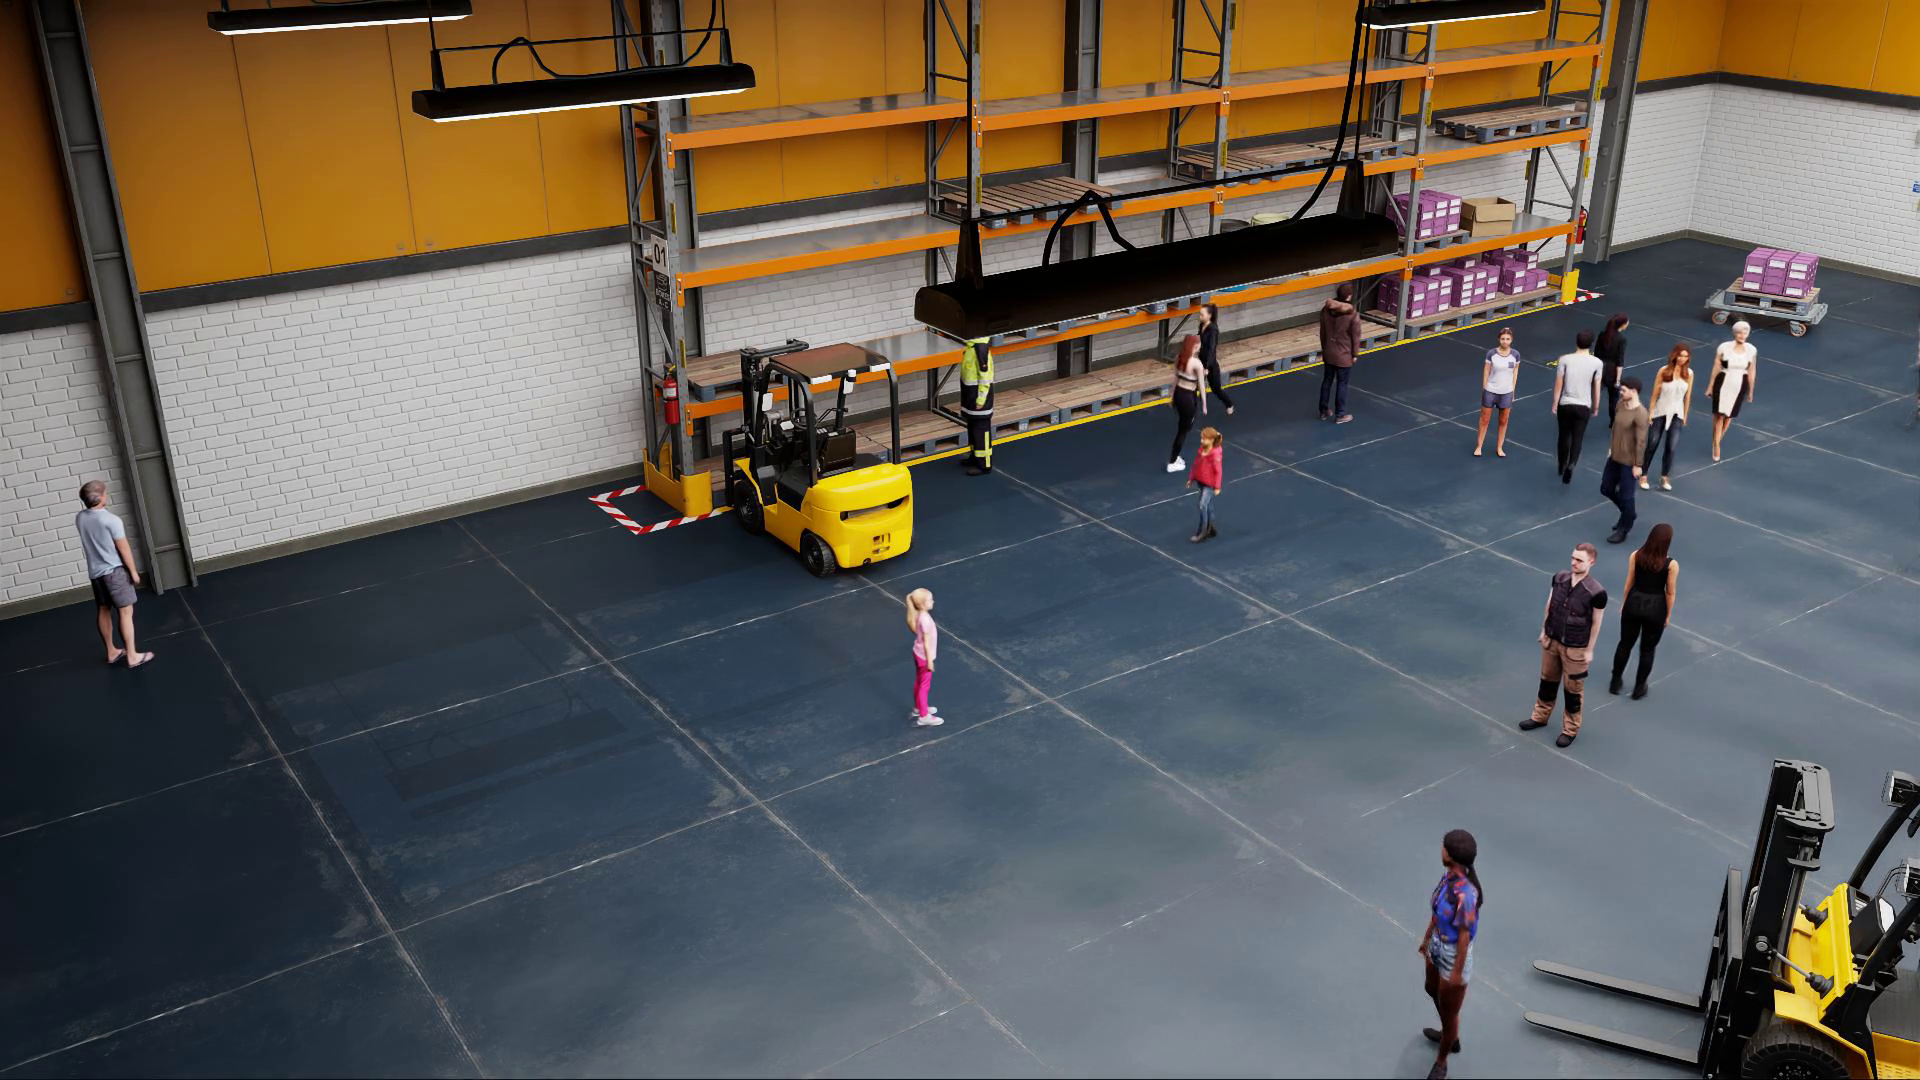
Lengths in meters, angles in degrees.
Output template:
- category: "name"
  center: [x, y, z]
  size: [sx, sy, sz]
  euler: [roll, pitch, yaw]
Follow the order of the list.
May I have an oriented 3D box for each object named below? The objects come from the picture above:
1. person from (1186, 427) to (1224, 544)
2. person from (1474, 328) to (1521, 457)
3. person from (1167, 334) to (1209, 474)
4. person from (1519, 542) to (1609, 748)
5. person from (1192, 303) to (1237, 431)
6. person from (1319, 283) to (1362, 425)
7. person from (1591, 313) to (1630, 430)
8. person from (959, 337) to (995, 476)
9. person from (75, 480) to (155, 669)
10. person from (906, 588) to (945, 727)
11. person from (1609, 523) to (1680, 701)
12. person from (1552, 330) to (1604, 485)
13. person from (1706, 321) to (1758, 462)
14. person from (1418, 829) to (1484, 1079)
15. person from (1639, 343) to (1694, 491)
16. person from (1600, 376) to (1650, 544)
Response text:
- category: "person"
  center: [2.767, -0.629, 18.264]
  size: [0.675, 1.302, 0.569]
  euler: [-10, 26, -22]
- category: "person"
  center: [6.669, -1.831, 20.613]
  size: [0.655, 1.625, 0.724]
  euler: [3, 24, 6]
- category: "person"
  center: [2.638, -1.618, 19.990]
  size: [0.602, 1.733, 0.607]
  euler: [-15, 28, -31]
- category: "person"
  center: [5.210, 0.855, 14.198]
  size: [0.561, 1.841, 0.672]
  euler: [-15, 28, -31]
- category: "person"
  center: [3.255, -2.216, 21.432]
  size: [1.113, 1.675, 0.706]
  euler: [-11, 26, -24]
- category: "person"
  center: [4.952, -2.456, 21.764]
  size: [0.704, 1.847, 0.786]
  euler: [-21, 31, -39]
- category: "person"
  center: [8.140, -2.050, 21.127]
  size: [1.007, 1.613, 0.733]
  euler: [-15, 28, -31]
- category: "person"
  center: [0.218, -1.771, 20.029]
  size: [0.799, 1.983, 0.856]
  euler: [-5, 24, -12]
- category: "person"
  center: [-7.922, 0.316, 15.444]
  size: [0.735, 1.831, 0.773]
  euler: [7, 24, 15]
- category: "person"
  center: [-0.320, 1.005, 14.568]
  size: [0.598, 1.270, 0.561]
  euler: [-5, 24, -12]
- category: "person"
  center: [6.130, 0.639, 14.888]
  size: [0.660, 1.684, 0.653]
  euler: [16, 28, 33]
- category: "person"
  center: [7.265, -1.548, 19.697]
  size: [1.035, 1.840, 1.193]
  euler: [9, 25, 20]
- category: "person"
  center: [9.508, -1.879, 20.585]
  size: [0.909, 1.735, 0.972]
  euler: [5, 24, 10]
- category: "person"
  center: [3.060, 2.621, 10.303]
  size: [0.786, 1.725, 0.791]
  euler: [-8, 25, -18]
- category: "person"
  center: [8.327, -1.472, 19.596]
  size: [0.702, 1.781, 0.770]
  euler: [3, 24, 8]
- category: "person"
  center: [7.324, -0.893, 18.163]
  size: [0.819, 1.868, 0.812]
  euler: [-9, 25, -19]
